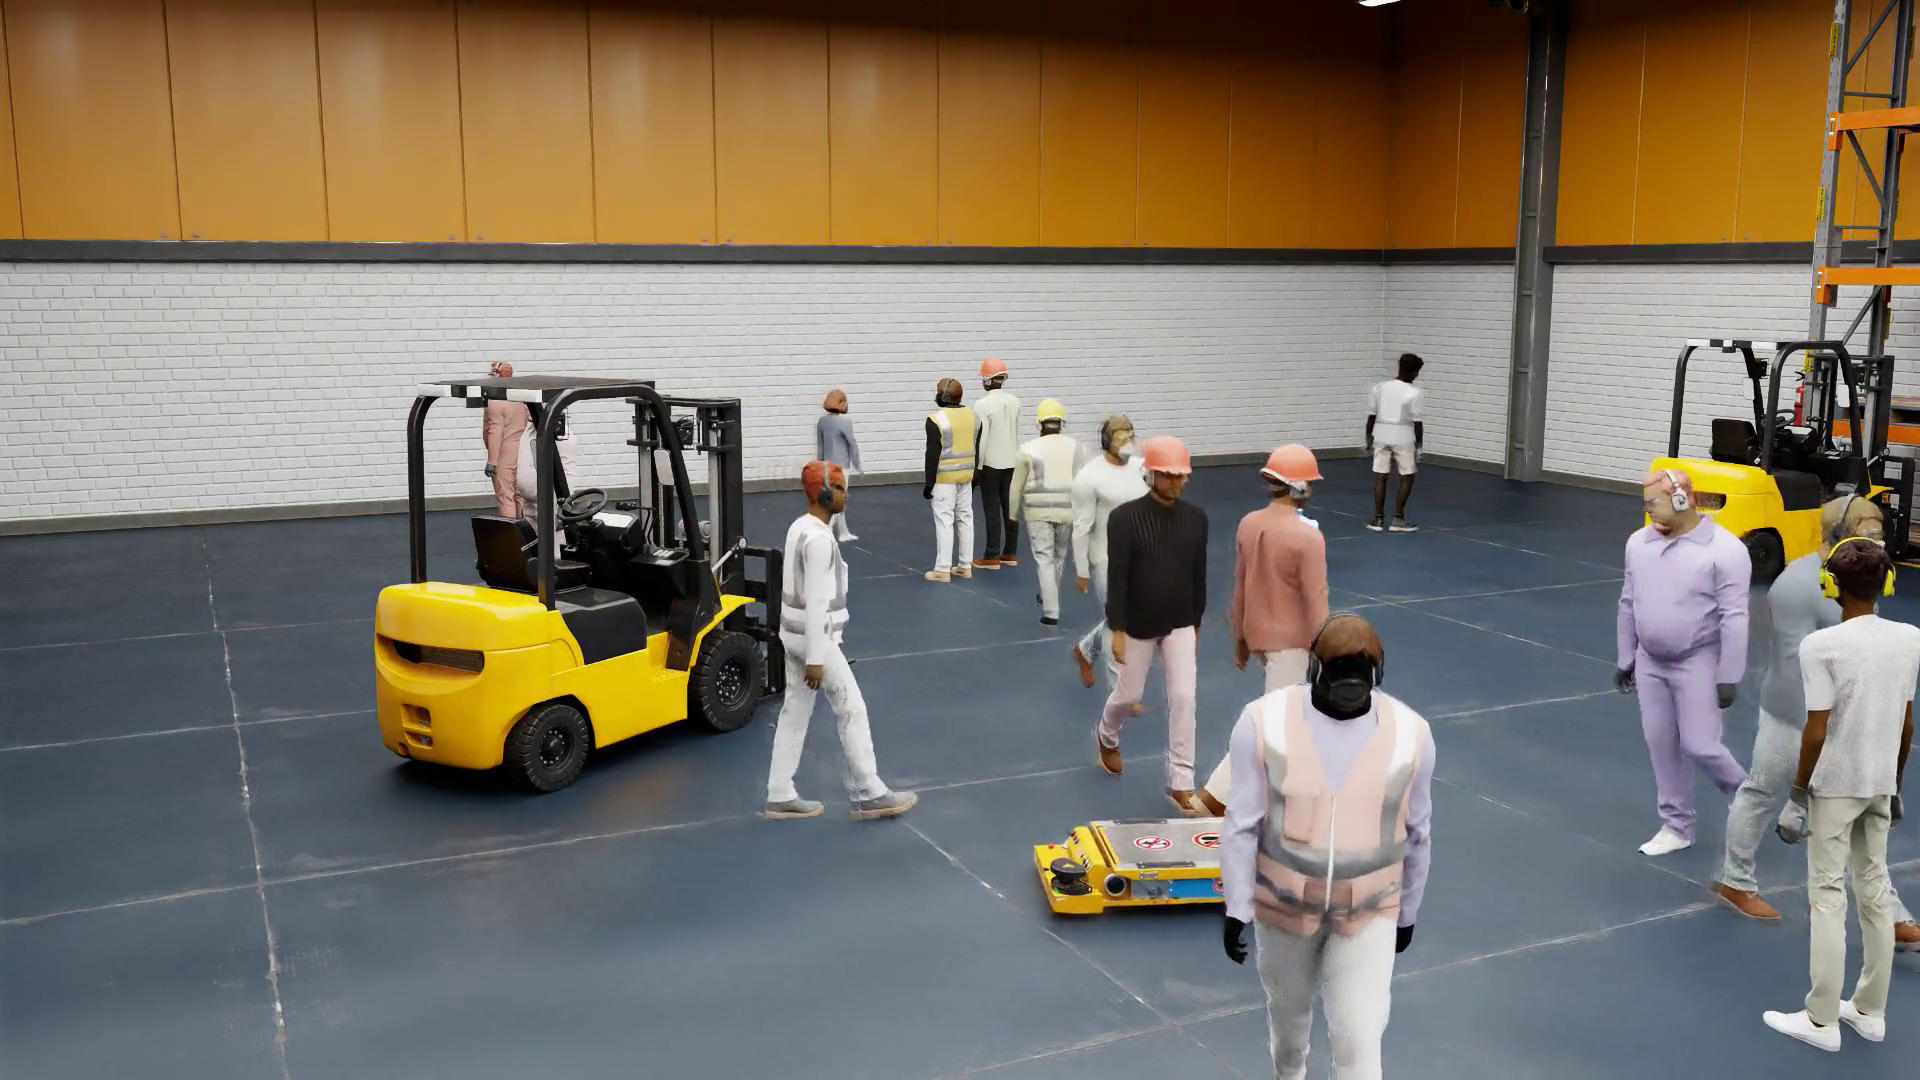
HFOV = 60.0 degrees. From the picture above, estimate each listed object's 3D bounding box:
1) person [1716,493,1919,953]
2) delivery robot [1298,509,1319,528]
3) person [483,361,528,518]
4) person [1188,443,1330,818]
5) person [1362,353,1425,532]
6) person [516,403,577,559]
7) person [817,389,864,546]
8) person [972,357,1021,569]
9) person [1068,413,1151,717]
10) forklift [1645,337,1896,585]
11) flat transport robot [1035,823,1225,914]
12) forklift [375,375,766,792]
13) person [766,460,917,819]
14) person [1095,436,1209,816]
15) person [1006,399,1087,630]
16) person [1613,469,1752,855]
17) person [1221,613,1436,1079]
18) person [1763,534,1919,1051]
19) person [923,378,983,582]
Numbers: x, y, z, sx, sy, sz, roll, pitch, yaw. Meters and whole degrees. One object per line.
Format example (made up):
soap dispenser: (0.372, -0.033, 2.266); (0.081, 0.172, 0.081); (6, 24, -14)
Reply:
person: (3.610, 0.758, 6.842); (0.648, 1.882, 1.035); (-4, 10, -24)
delivery robot: (3.176, -0.050, 15.699); (0.477, 0.478, 0.707); (3, 10, 19)
person: (-4.569, -0.834, 16.674); (0.408, 1.909, 0.638); (2, 9, 14)
person: (1.562, 0.492, 8.303); (0.970, 1.959, 0.632); (-4, 10, -25)
person: (4.665, -1.039, 17.905); (0.709, 1.931, 0.364); (8, 12, 40)
person: (-3.306, -0.272, 13.192); (0.649, 1.907, 0.409); (9, 13, 44)
person: (-1.257, -0.739, 17.027); (0.575, 1.629, 0.505); (-8, 12, -42)
person: (0.328, -0.722, 15.704); (0.388, 1.996, 0.612); (9, 13, 43)
person: (0.953, 0.130, 10.674); (0.634, 1.917, 0.774); (-7, 11, -36)
forklift: (7.551, -0.789, 15.507); (2.313, 2.155, 1.214); (-4, 10, -25)
flat transport robot: (1.088, 1.456, 7.527); (1.431, 0.197, 0.652); (-1, 9, -5)
forklift: (-2.268, 0.149, 9.685); (1.214, 2.155, 2.313); (6, 11, 32)
person: (-0.608, 0.519, 8.465); (0.884, 1.845, 0.607); (-3, 10, -17)
person: (1.006, 0.407, 8.825); (0.617, 1.963, 0.915); (-3, 10, -16)
person: (0.657, -0.224, 13.240); (0.596, 1.796, 0.866); (-4, 10, -21)
person: (3.503, 0.580, 8.022); (0.551, 1.876, 0.659); (-5, 11, -31)
person: (1.120, 1.087, 5.114); (0.625, 1.802, 0.949); (2, 9, 11)
person: (3.179, 0.910, 5.994); (0.521, 1.864, 0.336); (-2, 9, -15)
person: (-0.094, -0.544, 15.076); (0.626, 1.844, 0.429); (-8, 12, -42)
